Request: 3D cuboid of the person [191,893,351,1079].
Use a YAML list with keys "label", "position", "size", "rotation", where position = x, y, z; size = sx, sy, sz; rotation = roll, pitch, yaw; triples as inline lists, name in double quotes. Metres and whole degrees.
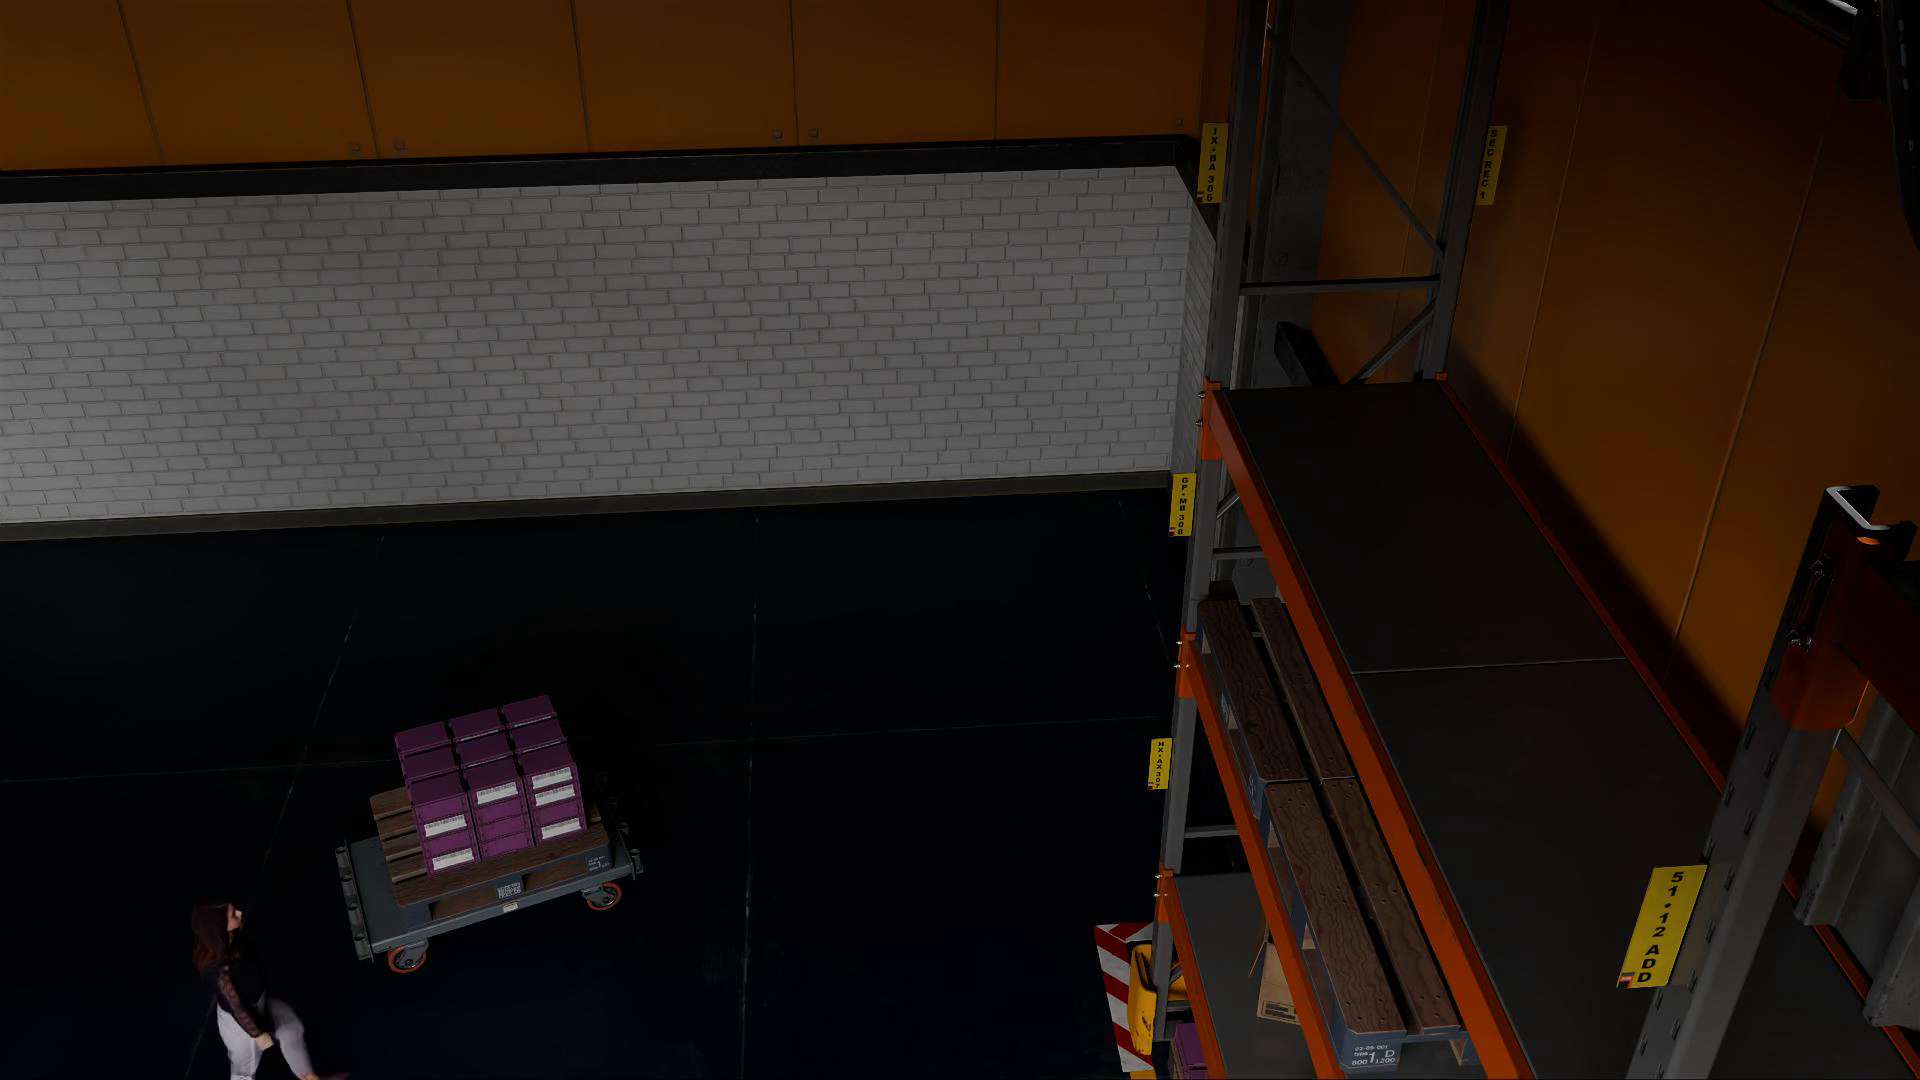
- label: "person"
  position: [-3.642, 2.390, 8.326]
  size: [0.782, 1.588, 0.787]
  rotation: [-11, 35, -17]
